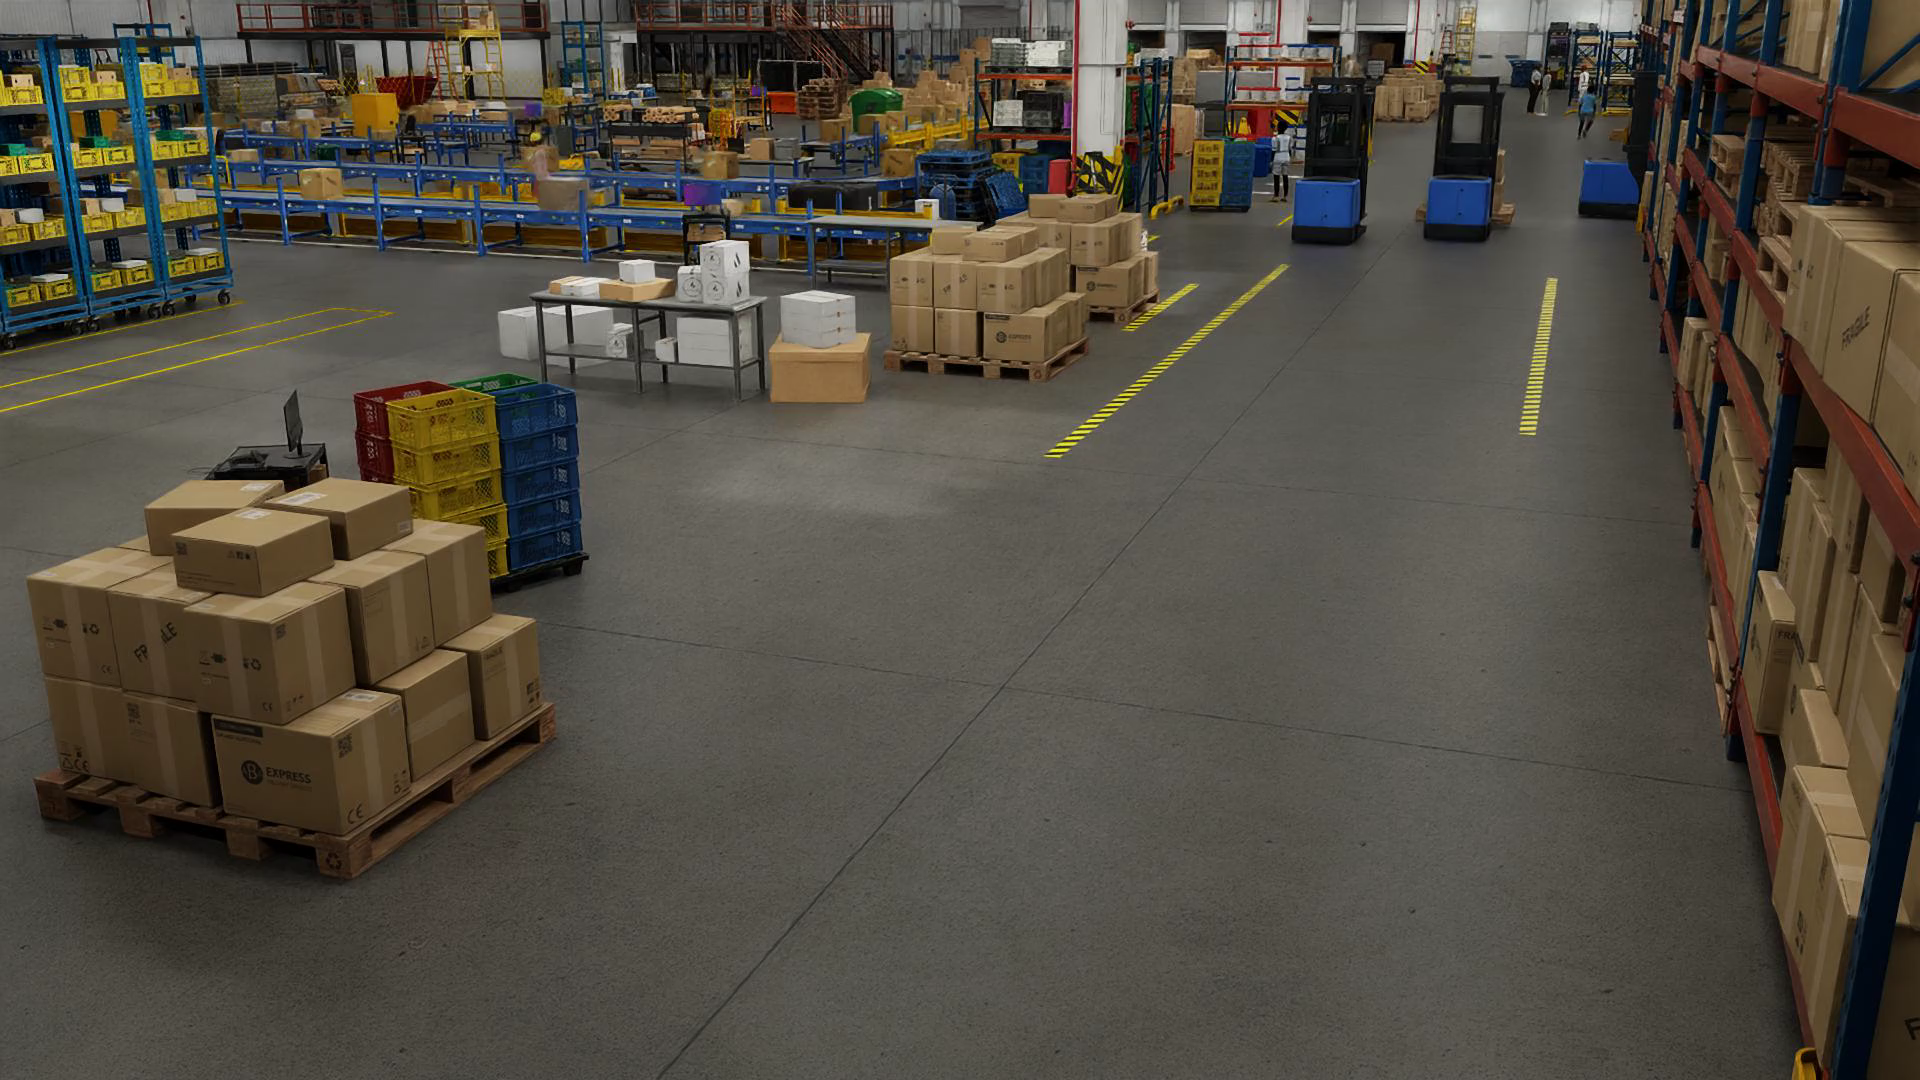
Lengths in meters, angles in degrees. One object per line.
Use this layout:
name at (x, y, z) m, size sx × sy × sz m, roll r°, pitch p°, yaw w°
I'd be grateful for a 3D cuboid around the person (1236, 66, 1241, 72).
person at (11.321, -18.386, 67.619) m, size 0.610 × 1.857 × 0.855 m, roll 16°, pitch 24°, yaw 41°

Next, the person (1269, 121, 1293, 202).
person at (6.802, -8.025, 35.290) m, size 0.532 × 1.697 × 0.320 m, roll -8°, pitch 19°, yaw -24°

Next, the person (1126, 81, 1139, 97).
person at (6.402, -16.585, 61.895) m, size 0.682 × 1.900 × 0.368 m, roll -9°, pitch 20°, yaw -26°

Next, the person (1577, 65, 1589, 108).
person at (24.791, -17.950, 66.197) m, size 0.574 × 1.876 × 0.356 m, roll -15°, pitch 23°, yaw -38°

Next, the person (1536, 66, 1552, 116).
person at (22.732, -17.439, 64.589) m, size 0.328 × 1.874 × 0.517 m, roll -3°, pitch 18°, yaw -9°

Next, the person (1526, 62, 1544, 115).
person at (22.606, -17.733, 65.237) m, size 0.535 × 2.000 × 0.700 m, roll 1°, pitch 18°, yaw 3°

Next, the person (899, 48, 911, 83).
person at (-3.016, -26.664, 93.515) m, size 0.948 × 1.897 × 0.620 m, roll -6°, pitch 18°, yaw -17°

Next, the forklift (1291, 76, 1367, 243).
forklift at (6.598, -6.755, 29.381) m, size 1.129 × 2.768 × 1.873 m, roll 6°, pitch 19°, yaw 19°

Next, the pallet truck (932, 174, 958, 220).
pallet truck at (-0.507, -5.292, 27.348) m, size 0.653 × 1.274 × 1.630 m, roll 6°, pitch 19°, yaw 19°

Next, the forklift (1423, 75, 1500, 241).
forklift at (8.997, -6.841, 29.650) m, size 1.129 × 2.768 × 1.873 m, roll 6°, pitch 19°, yaw 19°

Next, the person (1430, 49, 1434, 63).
person at (25.725, -25.902, 91.086) m, size 0.375 × 1.929 × 0.585 m, roll -4°, pitch 18°, yaw -13°

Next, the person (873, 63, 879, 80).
person at (-3.425, -18.504, 67.943) m, size 0.314 × 1.866 × 0.536 m, roll 2°, pitch 18°, yaw 7°

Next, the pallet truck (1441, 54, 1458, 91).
pallet truck at (22.765, -21.886, 78.355) m, size 0.823 × 1.965 × 1.885 m, roll -4°, pitch 18°, yaw -14°

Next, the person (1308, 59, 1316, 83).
person at (19.750, -26.635, 93.280) m, size 0.384 × 1.993 × 0.623 m, roll 6°, pitch 19°, yaw 18°

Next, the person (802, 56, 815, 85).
person at (-6.863, -21.048, 75.775) m, size 0.610 × 1.965 × 0.363 m, roll 3°, pitch 18°, yaw 11°

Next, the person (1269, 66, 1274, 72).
person at (14.397, -21.024, 75.904) m, size 0.627 × 1.843 × 0.429 m, roll 2°, pitch 18°, yaw 7°

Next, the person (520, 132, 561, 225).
person at (-7.986, -6.799, 31.393) m, size 0.876 × 1.731 × 0.542 m, roll 1°, pitch 18°, yaw 4°

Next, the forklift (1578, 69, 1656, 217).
forklift at (13.219, -7.740, 32.475) m, size 1.873 × 2.768 × 1.129 m, roll 6°, pitch 19°, yaw 18°

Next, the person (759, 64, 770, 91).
person at (-8.425, -19.466, 71.150) m, size 0.694 × 1.747 × 0.522 m, roll 12°, pitch 21°, yaw 33°

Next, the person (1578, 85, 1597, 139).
person at (19.861, -13.557, 52.704) m, size 0.614 × 1.674 × 0.395 m, roll 15°, pitch 23°, yaw 40°

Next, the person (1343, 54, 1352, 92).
person at (18.591, -22.302, 79.774) m, size 0.504 × 1.923 × 0.625 m, roll 0°, pitch 18°, yaw 0°

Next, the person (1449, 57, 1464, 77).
person at (23.695, -22.070, 79.266) m, size 0.748 × 1.781 × 0.949 m, roll -3°, pitch 18°, yaw -10°

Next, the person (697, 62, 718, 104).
person at (-11.003, -20.044, 72.912) m, size 1.008 × 1.797 × 0.522 m, roll -2°, pitch 18°, yaw -6°
